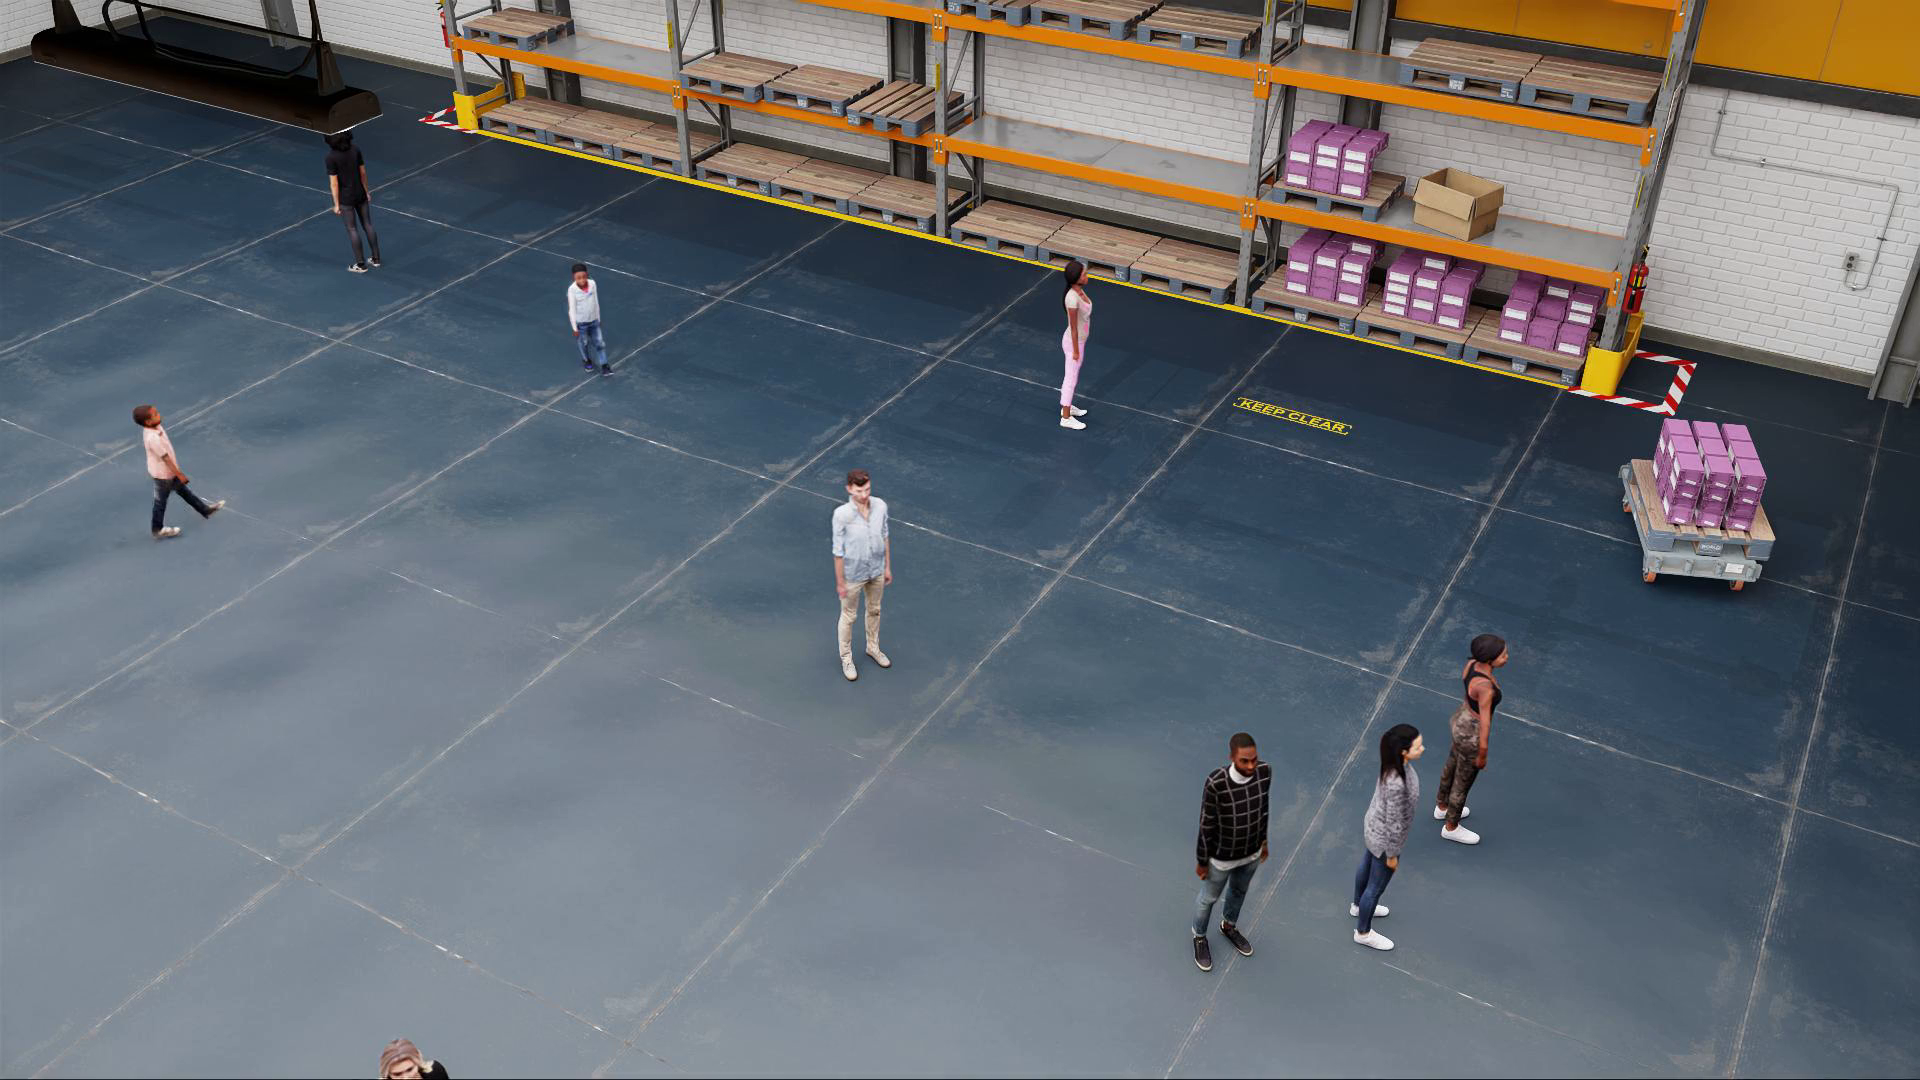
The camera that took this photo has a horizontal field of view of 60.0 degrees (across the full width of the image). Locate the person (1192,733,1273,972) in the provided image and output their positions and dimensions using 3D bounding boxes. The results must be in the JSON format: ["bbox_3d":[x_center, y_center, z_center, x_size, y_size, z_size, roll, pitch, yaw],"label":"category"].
[{"bbox_3d":[1.722,1.931,10.547,0.748,1.820,0.766,-13,36,-19],"label":"person"}]

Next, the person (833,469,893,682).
[{"bbox_3d":[-0.766,0.234,13.076,0.728,1.846,0.712,-18,38,-25],"label":"person"}]

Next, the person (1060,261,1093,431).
[{"bbox_3d":[1.130,-1.948,16.454,0.639,1.742,0.649,4,34,5],"label":"person"}]

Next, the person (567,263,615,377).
[{"bbox_3d":[-3.953,-2.345,17.509,0.745,1.234,0.873,-17,37,-24],"label":"person"}]

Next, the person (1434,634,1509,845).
[{"bbox_3d":[3.539,1.348,11.533,0.675,1.700,0.657,1,34,2],"label":"person"}]

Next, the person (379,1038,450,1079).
[{"bbox_3d":[-2.809,3.211,8.744,0.689,1.685,0.669,-22,40,-30],"label":"person"}]

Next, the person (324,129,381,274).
[{"bbox_3d":[-7.146,-4.050,19.531,0.582,1.836,0.662,24,41,32],"label":"person"}]

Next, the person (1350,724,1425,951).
[{"bbox_3d":[2.740,1.872,10.716,0.652,1.732,0.682,4,34,6],"label":"person"}]

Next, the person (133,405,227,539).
[{"bbox_3d":[-7.168,-0.583,14.825,0.859,1.272,0.885,-15,37,-22],"label":"person"}]
